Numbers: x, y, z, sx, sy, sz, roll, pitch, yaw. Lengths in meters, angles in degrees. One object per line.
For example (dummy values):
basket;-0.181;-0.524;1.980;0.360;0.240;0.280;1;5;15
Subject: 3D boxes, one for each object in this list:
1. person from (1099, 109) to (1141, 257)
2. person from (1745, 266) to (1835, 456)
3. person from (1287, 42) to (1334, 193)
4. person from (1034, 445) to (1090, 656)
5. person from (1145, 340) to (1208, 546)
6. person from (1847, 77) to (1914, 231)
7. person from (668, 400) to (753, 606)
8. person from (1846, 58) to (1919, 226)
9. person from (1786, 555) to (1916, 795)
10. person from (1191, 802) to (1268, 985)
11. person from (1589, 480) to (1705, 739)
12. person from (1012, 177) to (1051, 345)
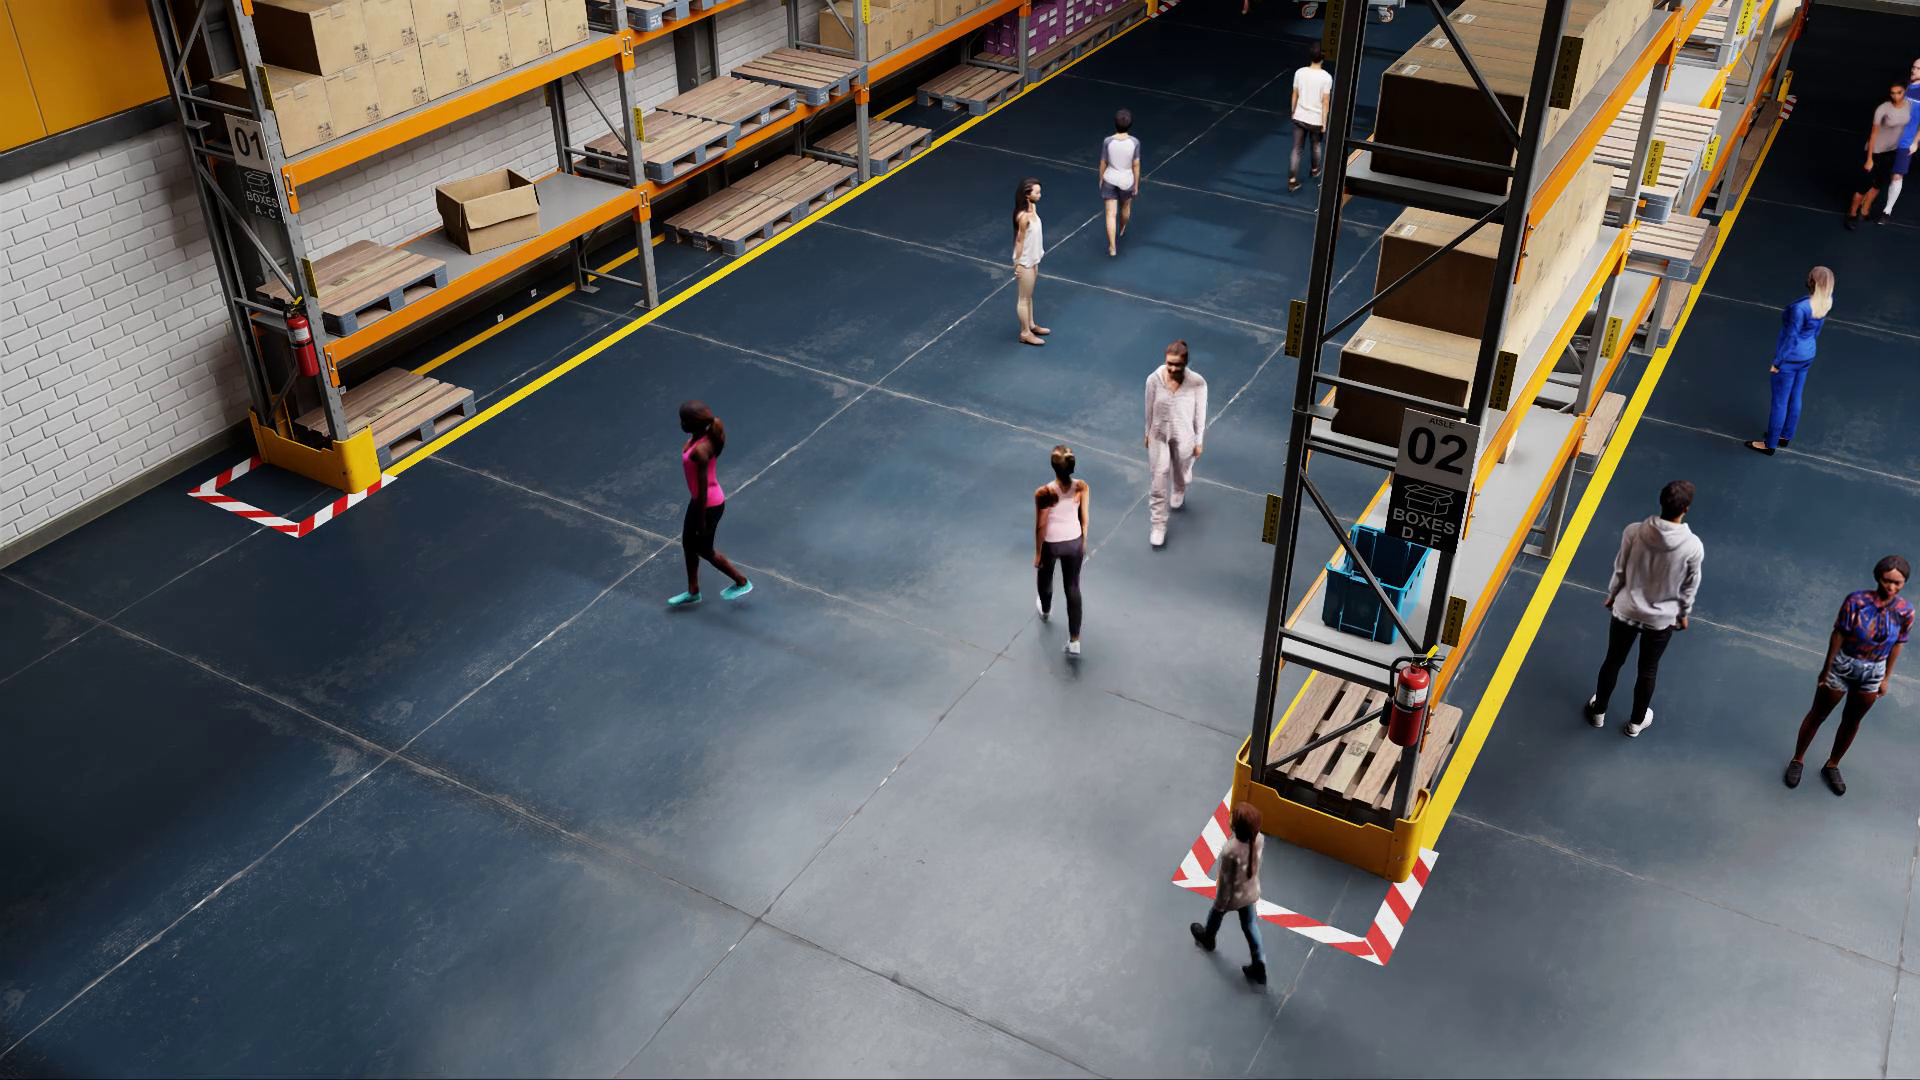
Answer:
person;1.682;-3.764;17.658;0.863;1.514;1.096;2;34;3
person;7.098;-1.531;14.130;0.634;1.700;0.762;-21;39;-28
person;3.974;-4.826;19.108;0.646;1.677;1.044;18;38;25
person;0.741;0.081;11.780;0.985;1.618;1.109;-5;34;-7
person;1.700;-0.836;13.116;0.852;1.665;1.110;6;34;9
person;10.069;-4.240;18.190;0.850;1.717;0.939;-18;37;-24
person;-1.815;-0.234;12.193;0.953;1.684;0.925;-4;34;-6
person;10.345;-4.425;18.355;0.708;1.842;0.744;-24;41;-32
person;5.656;0.842;10.521;0.640;1.743;0.605;8;34;12
person;1.596;1.988;9.310;0.836;1.176;0.812;-17;37;-24
person;4.513;0.452;10.939;0.680;1.930;0.584;16;37;23
person;0.625;-2.684;15.907;0.674;1.653;0.611;-6;34;-9
